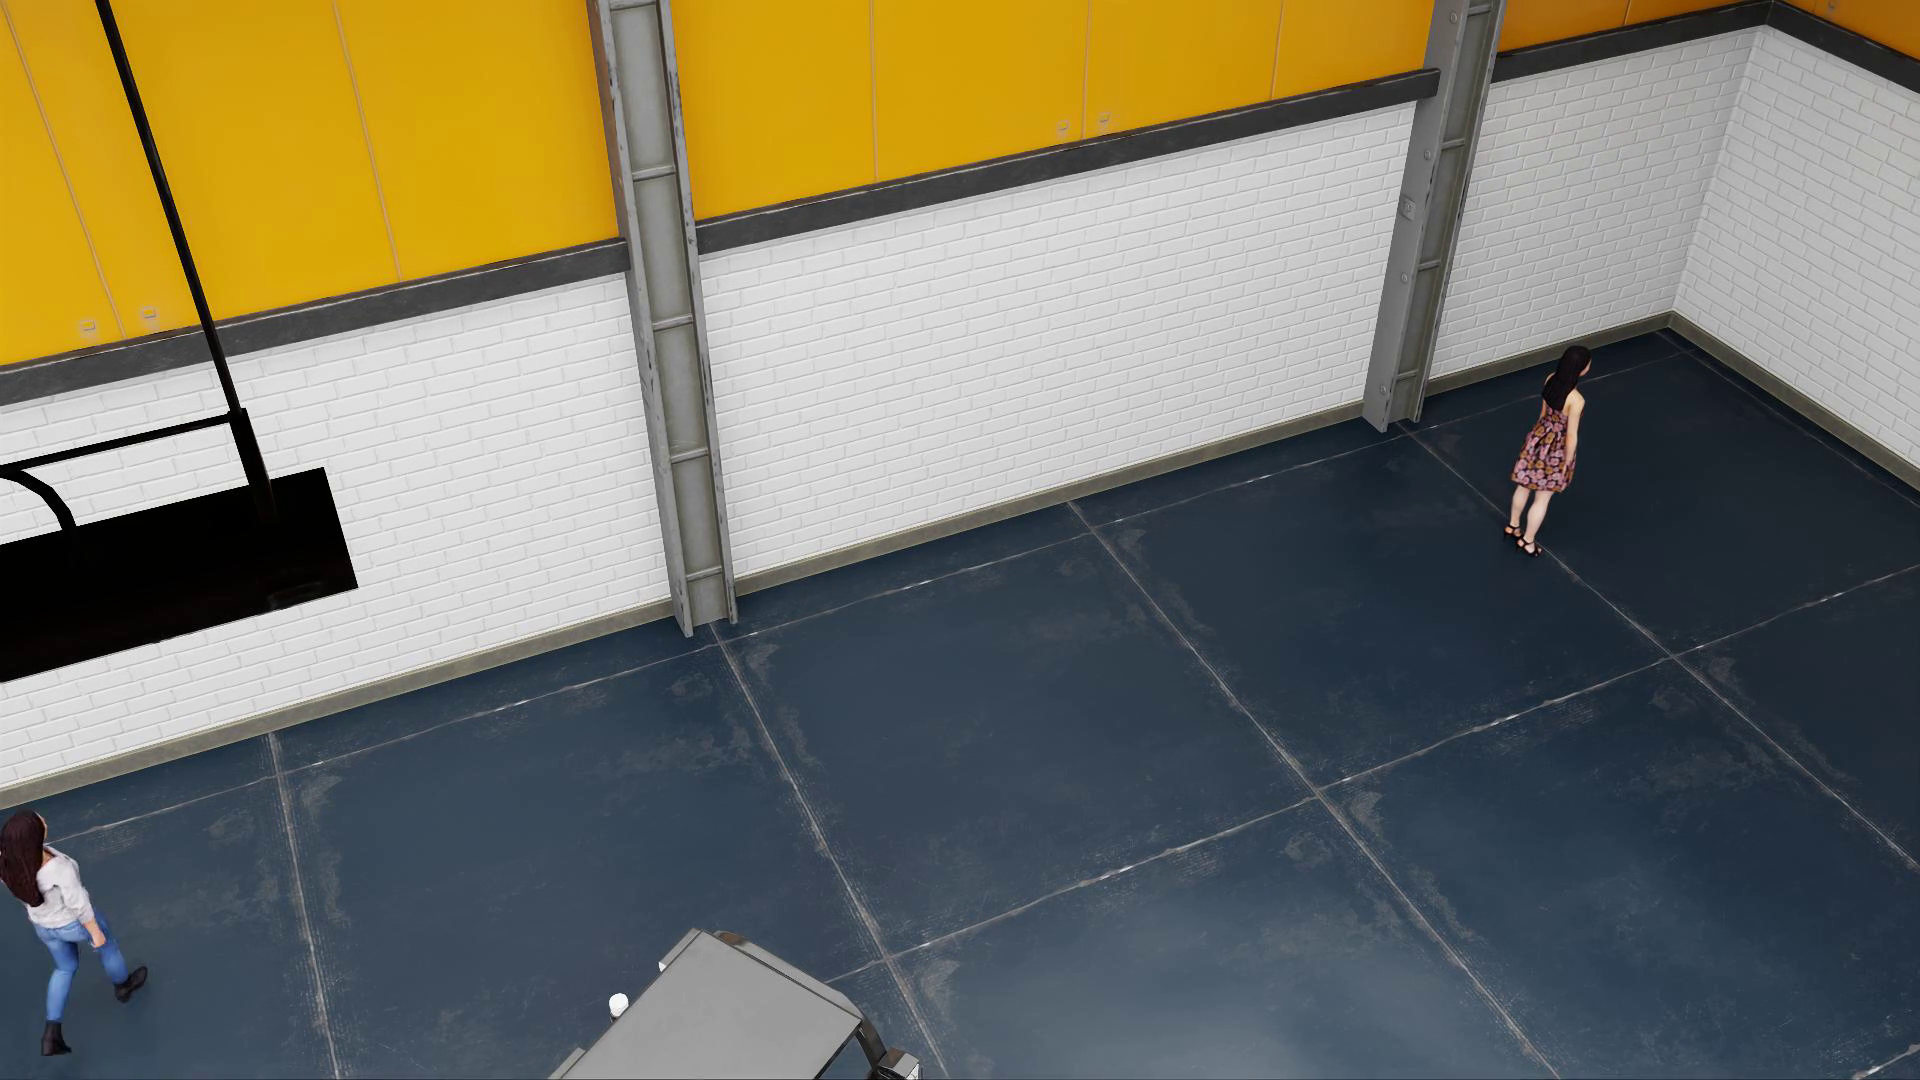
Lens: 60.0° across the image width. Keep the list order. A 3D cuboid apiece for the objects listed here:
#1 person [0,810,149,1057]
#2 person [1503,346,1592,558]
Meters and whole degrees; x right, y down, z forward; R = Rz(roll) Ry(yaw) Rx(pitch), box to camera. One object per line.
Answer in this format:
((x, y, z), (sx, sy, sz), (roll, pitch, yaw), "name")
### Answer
((-4.769, 2.080, 8.770), (1.011, 1.607, 1.007), (8, 39, 9), "person")
((4.270, -0.640, 12.042), (0.684, 1.773, 0.684), (-12, 40, -15), "person")
